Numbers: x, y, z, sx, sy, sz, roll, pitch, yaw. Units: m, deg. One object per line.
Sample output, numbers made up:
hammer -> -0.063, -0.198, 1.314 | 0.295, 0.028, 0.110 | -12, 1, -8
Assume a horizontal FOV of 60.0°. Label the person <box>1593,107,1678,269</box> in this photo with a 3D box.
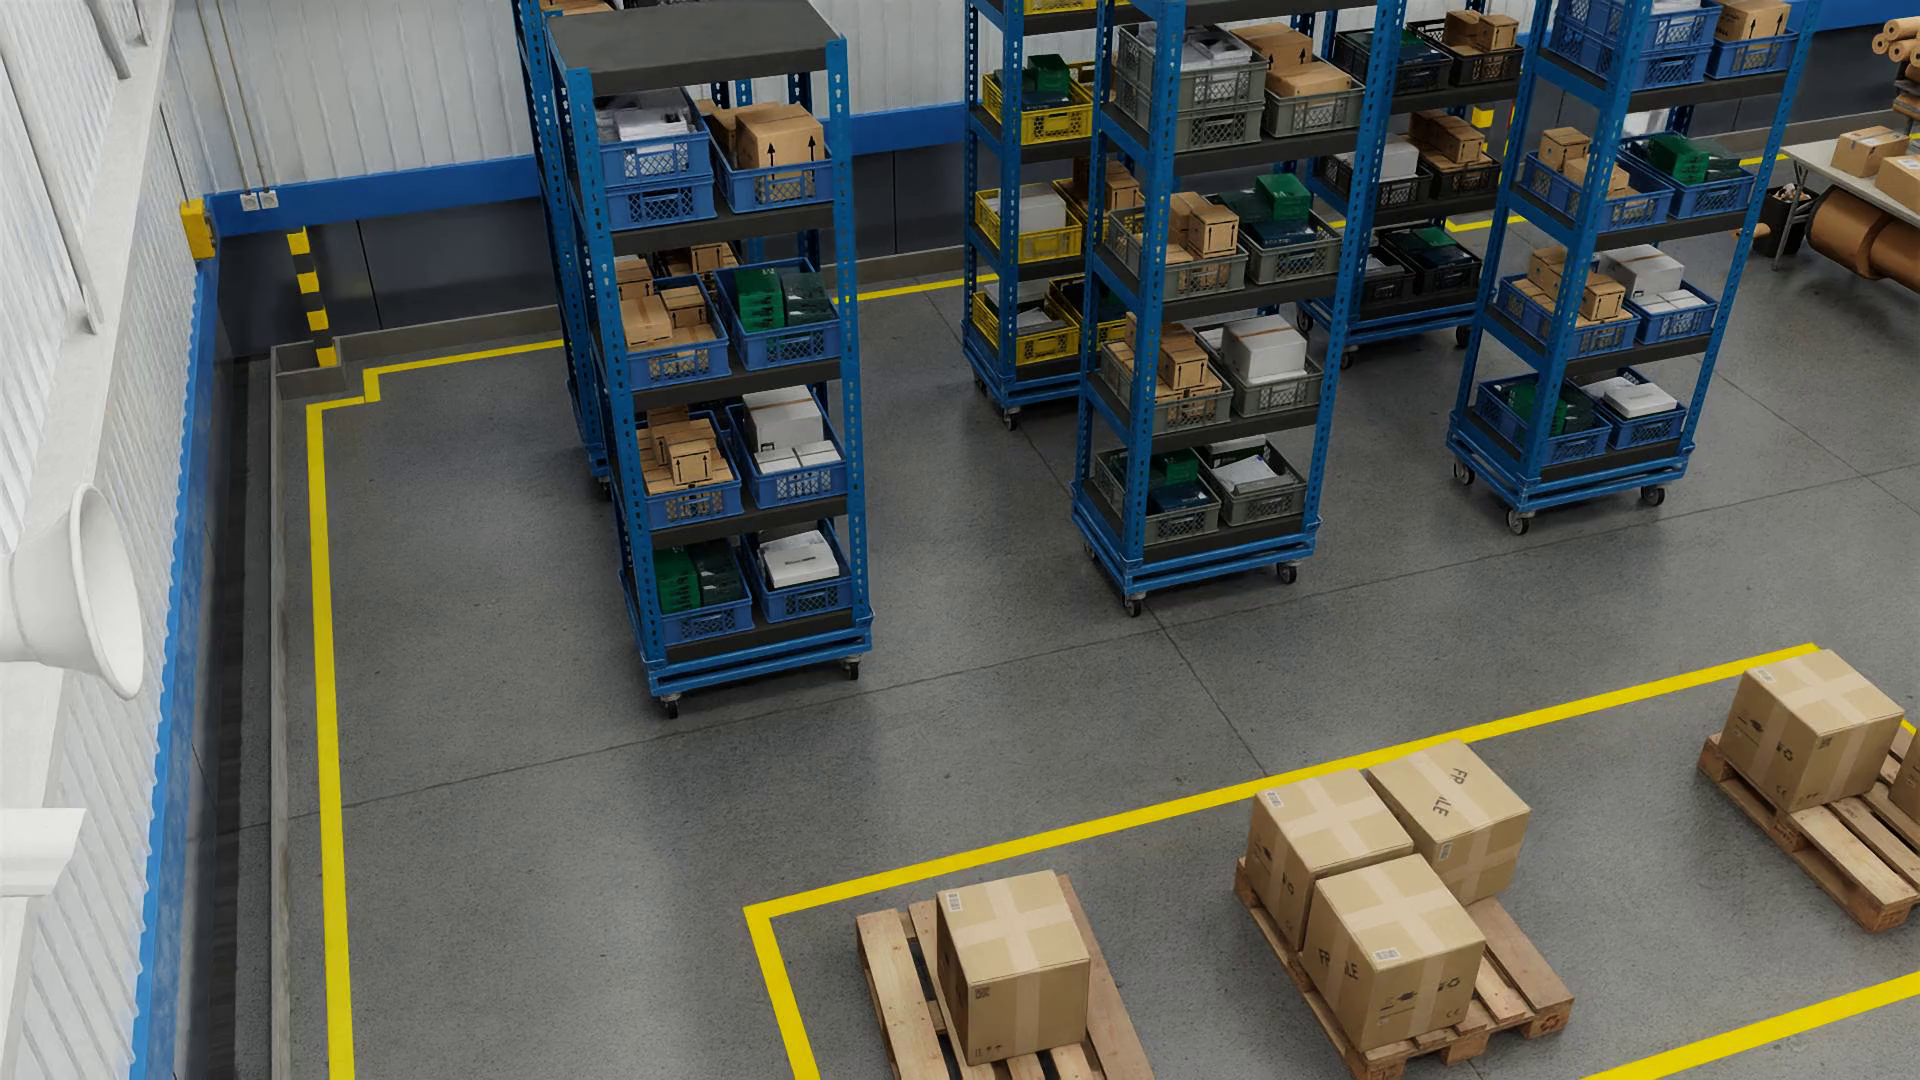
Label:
person -> 5.260, -2.909, 12.795 | 0.503, 1.871, 0.577 | -21, 40, -27
